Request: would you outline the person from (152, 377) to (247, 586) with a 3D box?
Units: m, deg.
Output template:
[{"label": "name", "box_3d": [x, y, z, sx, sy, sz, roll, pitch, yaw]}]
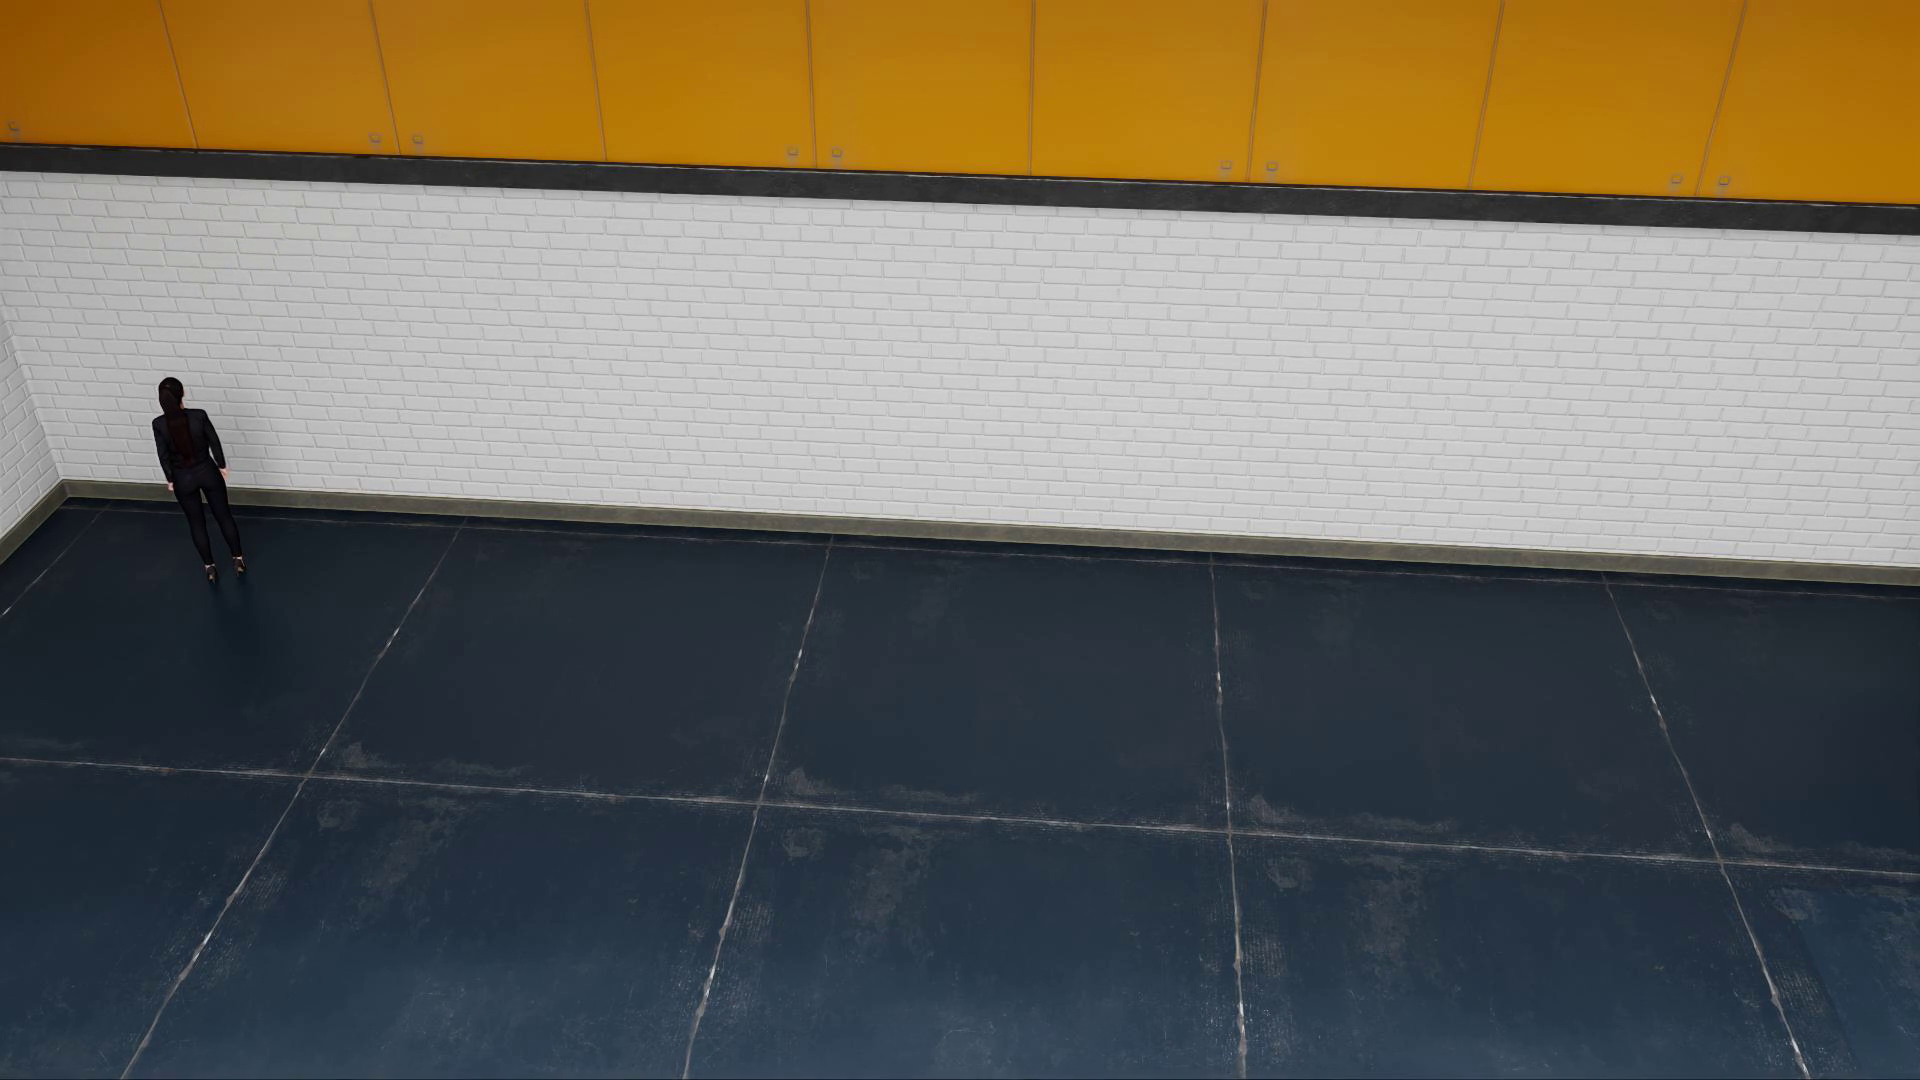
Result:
[{"label": "person", "box_3d": [-5.664, -0.452, 12.362, 0.649, 1.712, 0.657, -16, 37, -22]}]
